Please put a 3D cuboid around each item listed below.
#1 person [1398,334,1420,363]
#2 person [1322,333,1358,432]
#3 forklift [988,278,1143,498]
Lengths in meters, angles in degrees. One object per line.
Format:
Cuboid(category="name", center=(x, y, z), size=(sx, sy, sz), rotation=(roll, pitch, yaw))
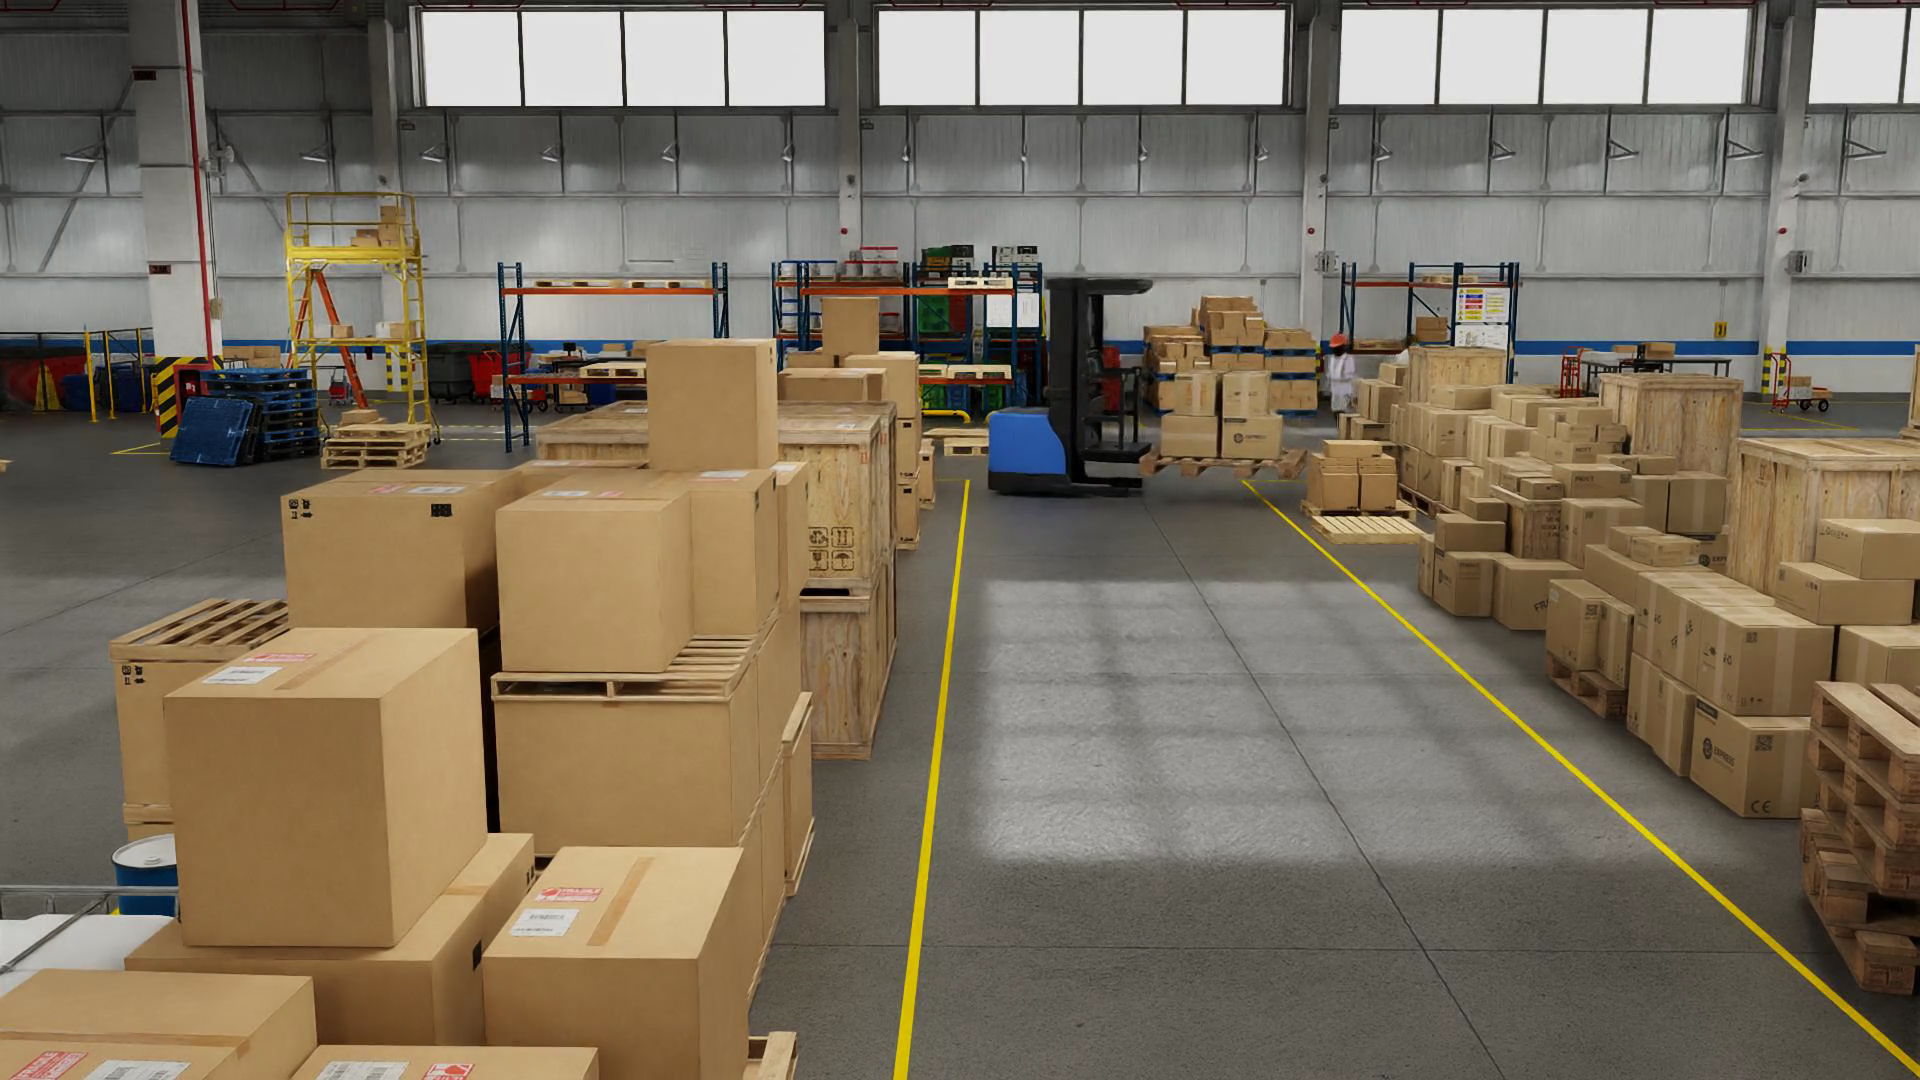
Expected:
Cuboid(category="person", center=(7.294, -2.462, 27.394), size=(1.000, 1.881, 0.735), rotation=(5, 11, 26))
Cuboid(category="person", center=(6.113, -2.377, 26.805), size=(0.499, 1.905, 0.554), rotation=(-5, 11, -30))
Cuboid(category="forklift", center=(1.383, -2.021, 21.739), size=(1.873, 2.768, 1.129), rotation=(3, 10, 16))
